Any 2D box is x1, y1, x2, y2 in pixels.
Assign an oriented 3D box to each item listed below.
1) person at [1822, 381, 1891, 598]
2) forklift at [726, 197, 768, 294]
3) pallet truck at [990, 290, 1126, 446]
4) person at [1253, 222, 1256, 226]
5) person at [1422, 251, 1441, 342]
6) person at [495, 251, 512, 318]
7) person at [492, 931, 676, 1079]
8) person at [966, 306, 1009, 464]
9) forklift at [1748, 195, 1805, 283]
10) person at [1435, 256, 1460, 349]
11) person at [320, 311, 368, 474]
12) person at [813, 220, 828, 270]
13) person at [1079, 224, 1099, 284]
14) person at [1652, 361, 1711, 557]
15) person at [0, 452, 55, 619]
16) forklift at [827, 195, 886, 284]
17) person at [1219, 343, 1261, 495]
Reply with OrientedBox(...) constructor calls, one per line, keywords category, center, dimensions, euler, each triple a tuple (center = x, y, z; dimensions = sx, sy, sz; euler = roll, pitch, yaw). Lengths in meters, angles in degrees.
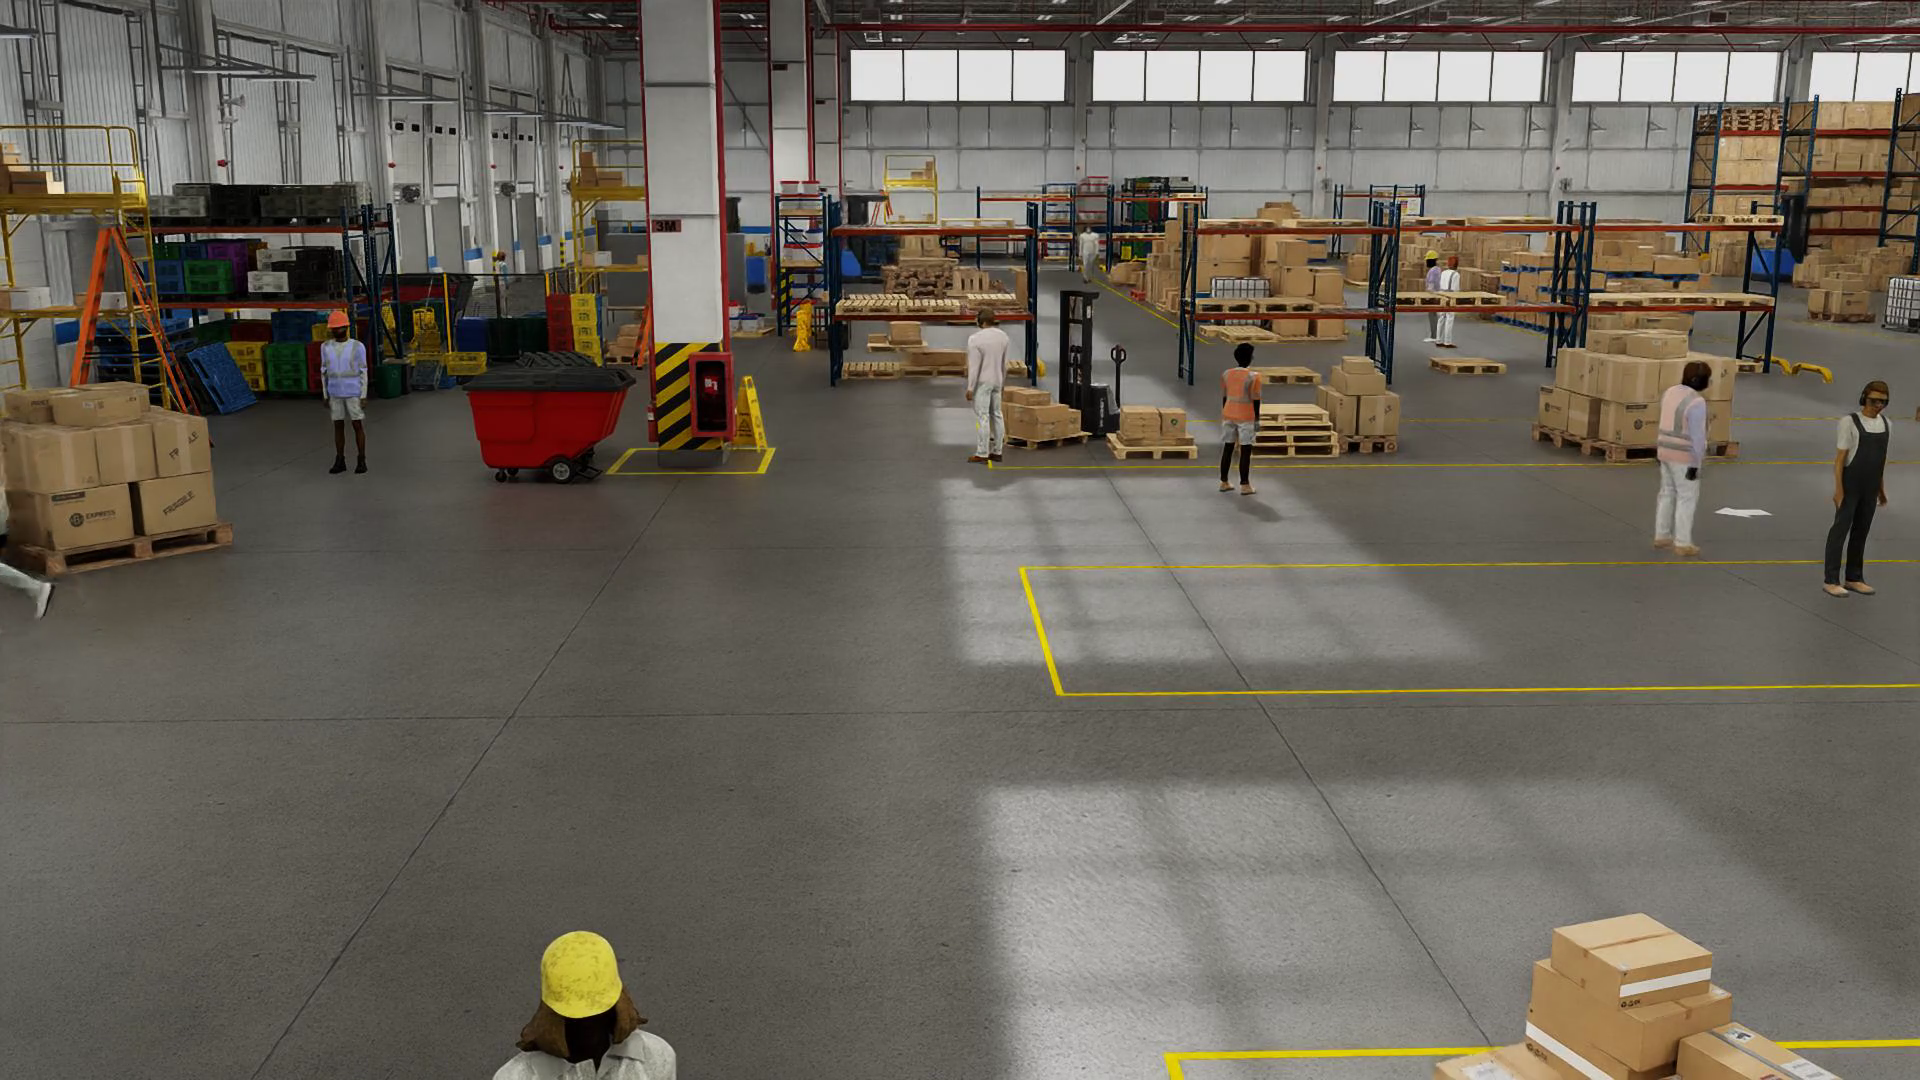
OrientedBox(category="person", center=(7.600, -0.431, 14.039), dimensions=(0.506, 1.839, 0.343), euler=(-3, 13, -15))
OrientedBox(category="forklift", center=(-6.619, -8.602, 48.560), dimensions=(1.873, 2.768, 1.129), euler=(0, 12, -2))
OrientedBox(category="pallet truck", center=(1.257, -2.299, 22.111), dimensions=(1.885, 1.965, 0.823), euler=(-9, 15, -35))
OrientedBox(category="person", center=(10.202, -10.156, 57.846), dimensions=(0.986, 1.889, 0.562), euler=(-5, 14, -22))
OrientedBox(category="person", center=(9.954, -5.140, 35.120), dimensions=(0.400, 1.918, 0.588), euler=(6, 14, 24))
OrientedBox(category="person", center=(-11.246, -6.262, 40.843), dimensions=(0.319, 1.631, 0.525), euler=(-10, 16, -39))
OrientedBox(category="person", center=(-0.923, 1.799, 4.190), dimensions=(0.486, 1.744, 0.294), euler=(-7, 14, -29))
OrientedBox(category="person", center=(0.323, -1.898, 20.436), dimensions=(0.629, 1.940, 0.373), euler=(-12, 17, -42))
OrientedBox(category="forklift", center=(26.571, -9.674, 53.400), dimensions=(1.873, 2.768, 1.129), euler=(0, 12, -2))
OrientedBox(category="person", center=(9.929, -4.819, 33.779), dimensions=(0.355, 1.876, 0.574), euler=(-5, 13, -20))
OrientedBox(category="person", center=(-7.315, -1.748, 19.760), dimensions=(0.548, 1.937, 0.358), euler=(0, 12, 0))
OrientedBox(category="person", center=(-4.812, -10.064, 57.315), dimensions=(0.642, 1.924, 0.570), euler=(-6, 14, -24))
OrientedBox(category="person", center=(4.156, -9.210, 53.580), dimensions=(0.647, 1.890, 1.016), euler=(1, 13, 6))
OrientedBox(category="person", center=(6.758, -0.766, 15.577), dimensions=(0.430, 1.832, 0.659), euler=(-1, 13, -4))
OrientedBox(category="person", center=(-7.450, -0.187, 12.797), dimensions=(0.600, 1.903, 0.730), euler=(11, 16, 40))
OrientedBox(category="forklift", center=(-3.353, -9.520, 52.704), dimensions=(1.873, 2.768, 1.129), euler=(-3, 13, -12))
OrientedBox(category="person", center=(3.122, -1.349, 18.530), dimensions=(0.321, 1.694, 0.534), euler=(-12, 17, -42))
